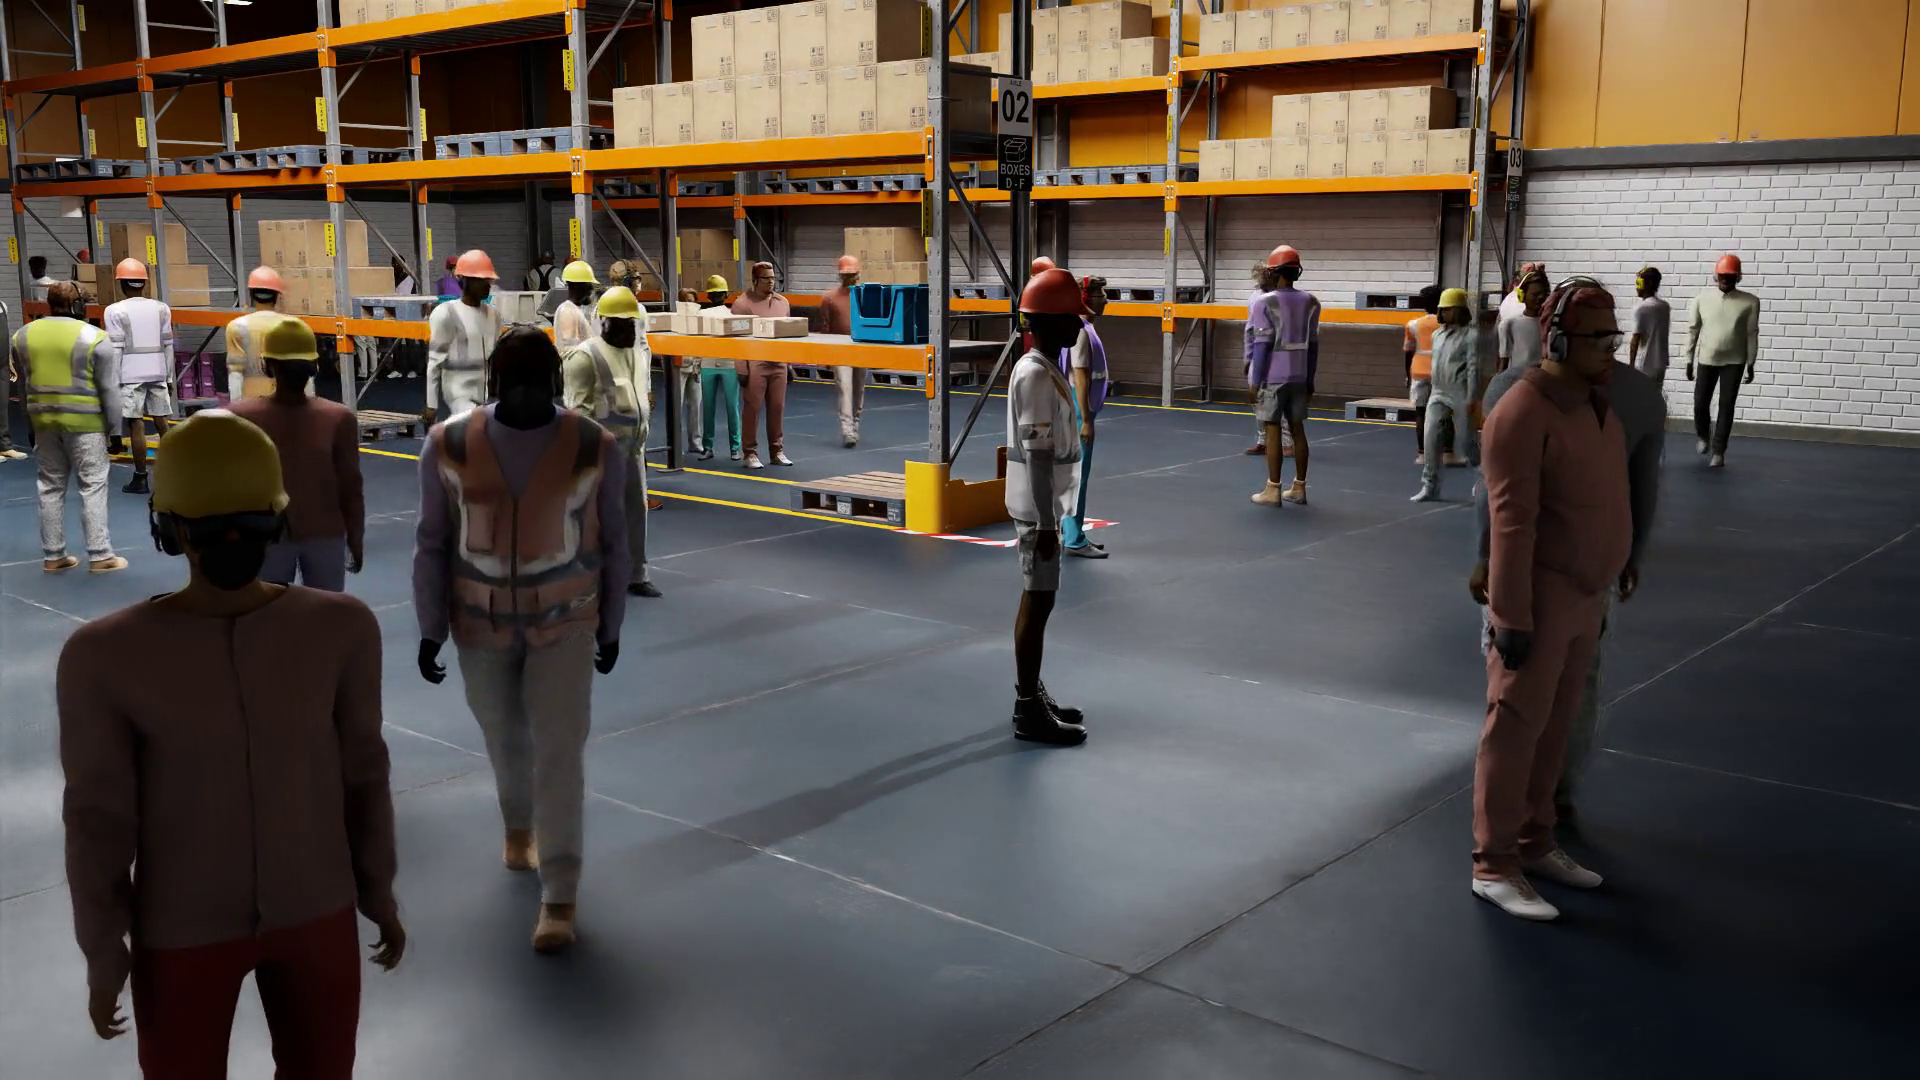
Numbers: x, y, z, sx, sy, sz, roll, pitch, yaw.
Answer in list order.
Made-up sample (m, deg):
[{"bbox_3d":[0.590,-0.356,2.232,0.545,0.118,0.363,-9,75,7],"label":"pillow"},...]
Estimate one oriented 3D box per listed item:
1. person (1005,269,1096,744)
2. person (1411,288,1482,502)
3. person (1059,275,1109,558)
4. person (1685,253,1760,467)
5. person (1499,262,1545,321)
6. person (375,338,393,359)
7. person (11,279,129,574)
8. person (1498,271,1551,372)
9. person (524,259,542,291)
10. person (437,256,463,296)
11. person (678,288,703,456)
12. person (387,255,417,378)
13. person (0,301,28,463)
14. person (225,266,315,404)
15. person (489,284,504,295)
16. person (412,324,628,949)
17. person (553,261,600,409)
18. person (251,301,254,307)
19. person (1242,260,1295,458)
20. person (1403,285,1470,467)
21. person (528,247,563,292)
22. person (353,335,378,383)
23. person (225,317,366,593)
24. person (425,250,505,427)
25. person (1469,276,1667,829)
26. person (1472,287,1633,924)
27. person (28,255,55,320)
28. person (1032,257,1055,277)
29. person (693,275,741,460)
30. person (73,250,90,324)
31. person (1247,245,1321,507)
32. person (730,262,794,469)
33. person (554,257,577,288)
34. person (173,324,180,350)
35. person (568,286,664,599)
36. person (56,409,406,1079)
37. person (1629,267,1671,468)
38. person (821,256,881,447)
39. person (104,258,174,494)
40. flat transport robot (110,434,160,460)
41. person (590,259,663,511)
[{"bbox_3d":[0.367,-0.138,6.859,0.361,1.938,0.546,1,10,3],"label":"person"},{"bbox_3d":[3.993,-1.169,13.363,0.810,1.711,0.493,-7,12,-35],"label":"person"},{"bbox_3d":[0.789,-0.812,10.953,0.390,1.848,0.563,0,10,2],"label":"person"},{"bbox_3d":[7.128,-1.690,15.584,0.618,1.974,0.618,5,11,25],"label":"person"},{"bbox_3d":[5.214,-1.606,15.345,0.398,1.897,0.646,-1,10,-7],"label":"person"},{"bbox_3d":[-10.637,-4.144,30.536,0.507,1.632,0.272,-9,13,-42],"label":"person"},{"bbox_3d":[-5.525,-0.698,10.364,0.632,1.835,0.431,1,10,3],"label":"person"},{"bbox_3d":[4.083,-0.986,11.914,0.495,1.865,0.337,-3,10,-15],"label":"person"},{"bbox_3d":[-7.410,-4.066,29.511,0.620,1.840,0.430,-4,11,-21],"label":"person"},{"bbox_3d":[-7.973,-3.518,26.248,0.546,1.898,0.773,-1,10,-8],"label":"person"},{"bbox_3d":[-2.682,-1.648,16.315,0.310,1.636,0.523,9,14,42],"label":"person"},{"bbox_3d":[-8.726,-3.489,25.996,0.593,1.920,0.392,2,10,10],"label":"person"},{"bbox_3d":[-9.160,-1.653,15.747,0.345,1.847,0.506,2,10,11],"label":"person"},{"bbox_3d":[-4.759,-0.942,11.556,0.575,1.909,0.764,-7,12,-33],"label":"person"},{"bbox_3d":[-6.974,-3.163,24.535,0.929,1.785,0.608,8,13,38],"label":"person"},{"bbox_3d":[-1.328,0.242,5.088,0.619,1.805,0.914,-1,10,-7],"label":"person"},{"bbox_3d":[-3.084,-1.283,13.447,0.391,1.922,0.589,-2,10,-9],"label":"person"},{"bbox_3d":[-11.455,-3.621,27.556,0.500,1.633,0.280,-2,10,-10],"label":"person"},{"bbox_3d":[3.057,-1.748,16.158,0.432,1.906,0.684,-8,13,-38],"label":"person"},{"bbox_3d":[4.431,-1.510,15.429,0.655,1.683,0.321,5,11,27],"label":"person"},{"bbox_3d":[-7.268,-4.169,29.516,0.684,2.000,0.538,1,10,6],"label":"person"},{"bbox_3d":[-9.032,-3.280,25.078,0.403,1.823,0.586,3,10,17],"label":"person"},{"bbox_3d":[-2.636,-0.006,6.607,0.540,1.754,0.459,-6,12,-32],"label":"person"},{"bbox_3d":[-3.317,-1.000,11.593,1.009,1.993,0.634,5,11,26],"label":"person"},{"bbox_3d":[2.092,0.052,5.808,0.657,1.924,0.443,0,10,-1],"label":"person"},{"bbox_3d":[1.834,0.188,5.093,0.400,1.907,0.644,9,13,42],"label":"person"},{"bbox_3d":[-12.671,-3.016,23.293,0.718,1.930,0.669,-1,10,-6],"label":"person"},{"bbox_3d":[0.757,-1.652,15.471,0.352,1.942,0.545,8,13,39],"label":"person"},{"bbox_3d":[-2.296,-1.635,15.876,0.526,1.768,0.315,0,10,3],"label":"person"},{"bbox_3d":[-13.045,-3.340,24.926,0.610,1.996,0.384,9,13,41],"label":"person"},{"bbox_3d":[2.524,-1.285,13.091,0.615,2.041,0.392,-5,11,-26],"label":"person"},{"bbox_3d":[-1.792,-1.605,15.344,0.636,1.900,0.402,-10,14,-44],"label":"person"},{"bbox_3d":[-6.213,-3.577,26.586,0.353,1.886,0.572,8,13,39],"label":"person"},{"bbox_3d":[-11.900,-3.257,24.764,0.784,1.877,0.664,9,14,43],"label":"person"},{"bbox_3d":[-2.068,-0.547,9.577,0.667,1.818,0.608,6,11,29],"label":"person"},{"bbox_3d":[-1.207,0.657,2.830,0.533,1.765,0.330,-8,13,-37],"label":"person"},{"bbox_3d":[6.266,-1.562,15.219,0.561,1.854,0.366,-6,11,-29],"label":"person"},{"bbox_3d":[-1.111,-1.942,17.139,0.620,1.949,1.019,-2,10,-12],"label":"person"},{"bbox_3d":[-6.776,-1.349,13.756,0.354,1.939,0.544,7,12,35],"label":"person"},{"bbox_3d":[-7.361,-0.866,15.749,1.431,0.197,0.652,5,11,24],"label":"flat transport robot"},{"bbox_3d":[-2.580,-1.183,12.805,0.637,1.938,0.355,9,14,43],"label":"person"}]
